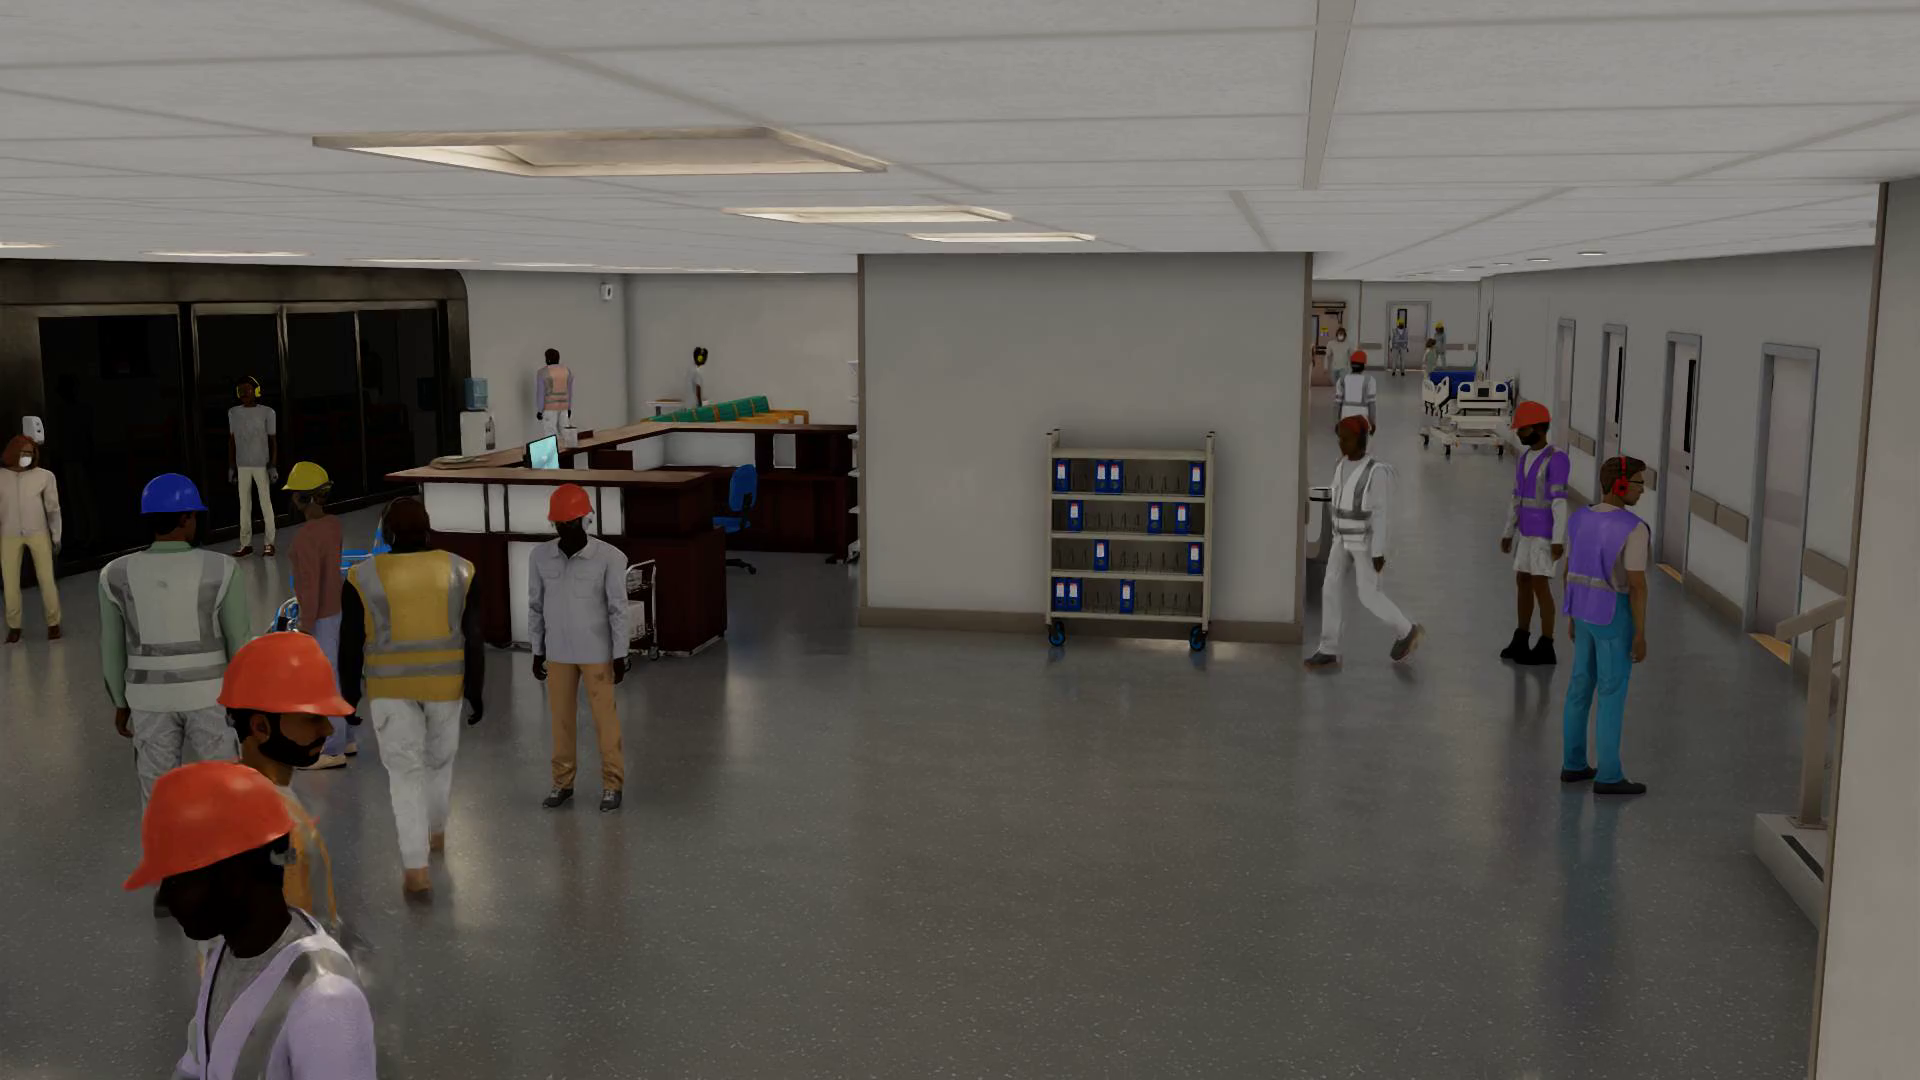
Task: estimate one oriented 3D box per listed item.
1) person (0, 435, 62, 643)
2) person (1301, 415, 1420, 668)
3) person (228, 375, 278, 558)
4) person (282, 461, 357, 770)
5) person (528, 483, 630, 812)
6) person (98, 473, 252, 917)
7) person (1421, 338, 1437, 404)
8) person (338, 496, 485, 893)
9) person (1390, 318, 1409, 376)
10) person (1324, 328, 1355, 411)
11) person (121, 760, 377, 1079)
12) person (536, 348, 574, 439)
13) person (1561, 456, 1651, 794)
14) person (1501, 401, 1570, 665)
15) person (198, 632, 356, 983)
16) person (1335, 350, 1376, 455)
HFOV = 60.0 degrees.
[{"bbox_3d":[-7.281,-0.012,12.940,0.533,1.622,0.294,-4,10,-26],"label":"person"},{"bbox_3d":[2.939,0.011,12.063,0.867,1.856,0.579,-4,9,-23],"label":"person"},{"bbox_3d":[-7.245,-0.749,17.021,0.508,1.872,0.329,0,9,-2],"label":"person"},{"bbox_3d":[-3.675,0.432,9.526,0.322,1.769,0.523,0,9,-1],"label":"person"},{"bbox_3d":[-2.007,0.566,8.717,0.563,1.742,0.361,2,9,11],"label":"person"},{"bbox_3d":[-3.406,0.680,7.283,0.605,1.944,0.402,-2,9,-12],"label":"person"},{"bbox_3d":[10.823,-3.845,38.383,0.337,1.624,0.552,2,9,13],"label":"person"},{"bbox_3d":[-2.546,0.692,7.745,0.638,1.794,0.984,-4,10,-27],"label":"person"},{"bbox_3d":[13.981,-6.137,52.876,0.600,1.835,0.404,1,9,6],"label":"person"},{"bbox_3d":[8.507,-3.814,37.327,0.634,1.887,1.006,5,10,28],"label":"person"},{"bbox_3d":[-1.374,1.343,3.134,0.969,1.874,0.540,-6,10,-34],"label":"person"},{"bbox_3d":[-6.215,-2.007,25.452,0.429,1.846,0.625,8,12,42],"label":"person"},{"bbox_3d":[3.510,0.461,9.085,0.381,1.839,0.566,-3,9,-20],"label":"person"},{"bbox_3d":[4.238,-0.061,12.267,0.402,1.925,0.554,-2,9,-12],"label":"person"},{"bbox_3d":[-1.628,1.175,4.036,0.369,1.931,0.552,-6,10,-33],"label":"person"},{"bbox_3d":[5.389,-1.644,22.797,0.567,1.920,0.703,5,10,31],"label":"person"}]
